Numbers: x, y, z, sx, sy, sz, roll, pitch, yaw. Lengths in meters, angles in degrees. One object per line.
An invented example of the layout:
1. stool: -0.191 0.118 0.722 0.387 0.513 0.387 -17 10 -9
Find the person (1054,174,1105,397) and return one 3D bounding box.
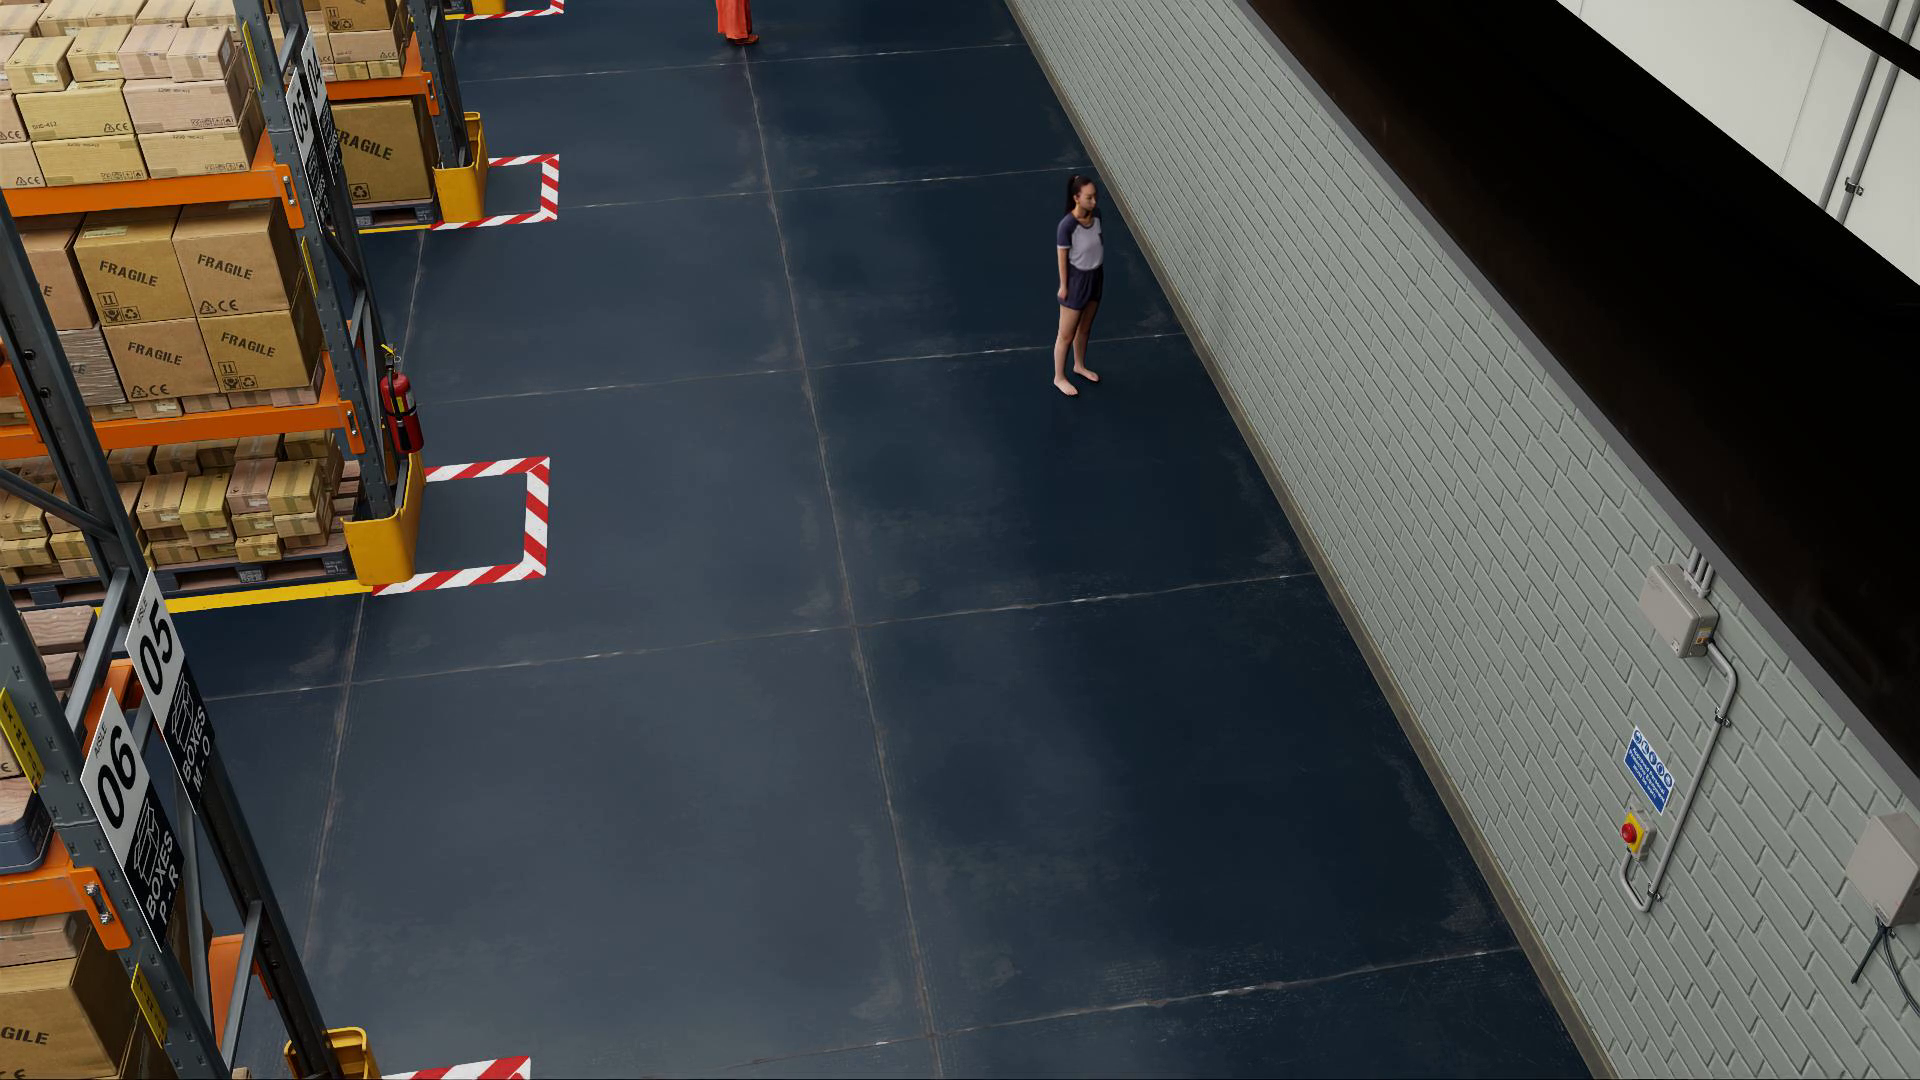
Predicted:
1. person: 0.846 -1.832 11.877 0.735 1.650 0.649 29 47 32

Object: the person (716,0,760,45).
1. person: -2.360 -6.031 17.121 0.711 1.803 0.709 -23 43 -26
